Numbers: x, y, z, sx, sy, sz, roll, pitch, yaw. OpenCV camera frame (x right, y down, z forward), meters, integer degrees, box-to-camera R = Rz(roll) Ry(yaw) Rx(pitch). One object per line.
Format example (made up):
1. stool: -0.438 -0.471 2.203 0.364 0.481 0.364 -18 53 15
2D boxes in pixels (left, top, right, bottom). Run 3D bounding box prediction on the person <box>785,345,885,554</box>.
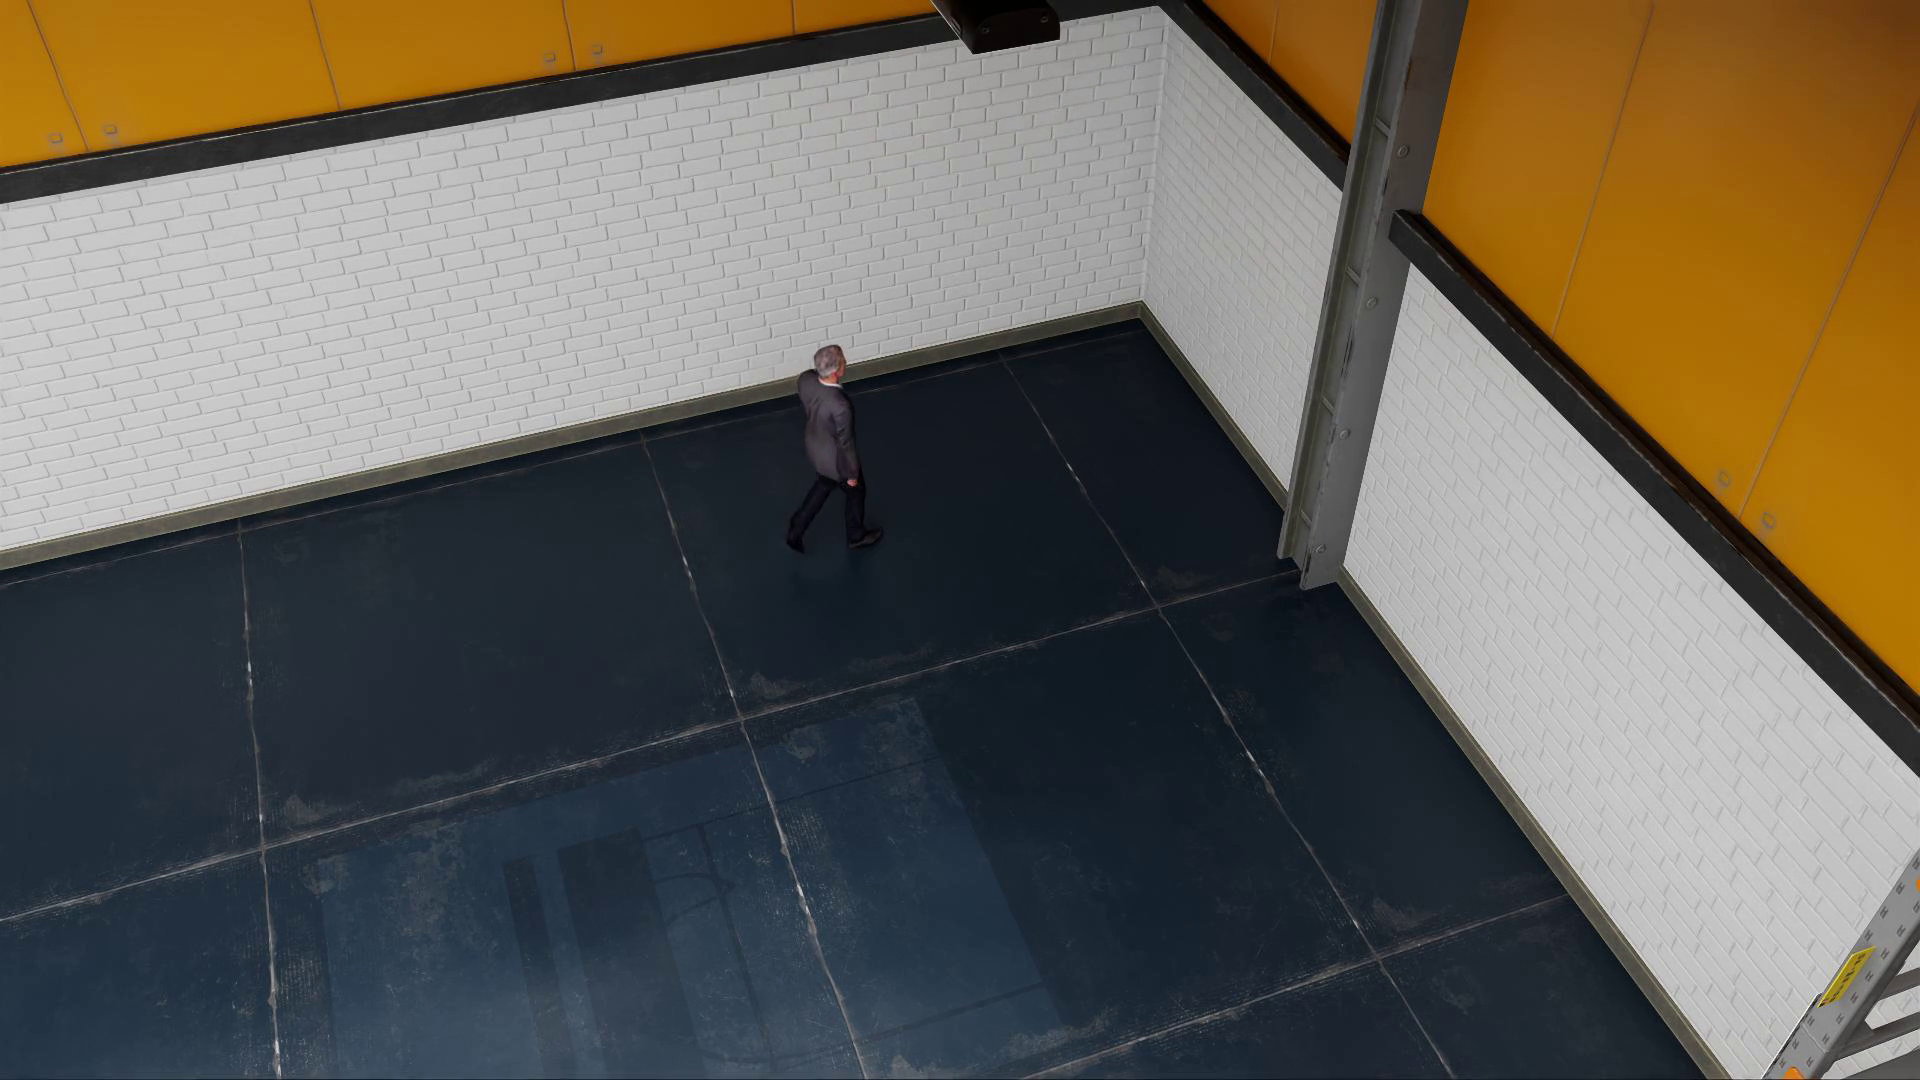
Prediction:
1. person: -0.923 -0.573 11.404 1.010 1.819 1.040 -31 52 -28
